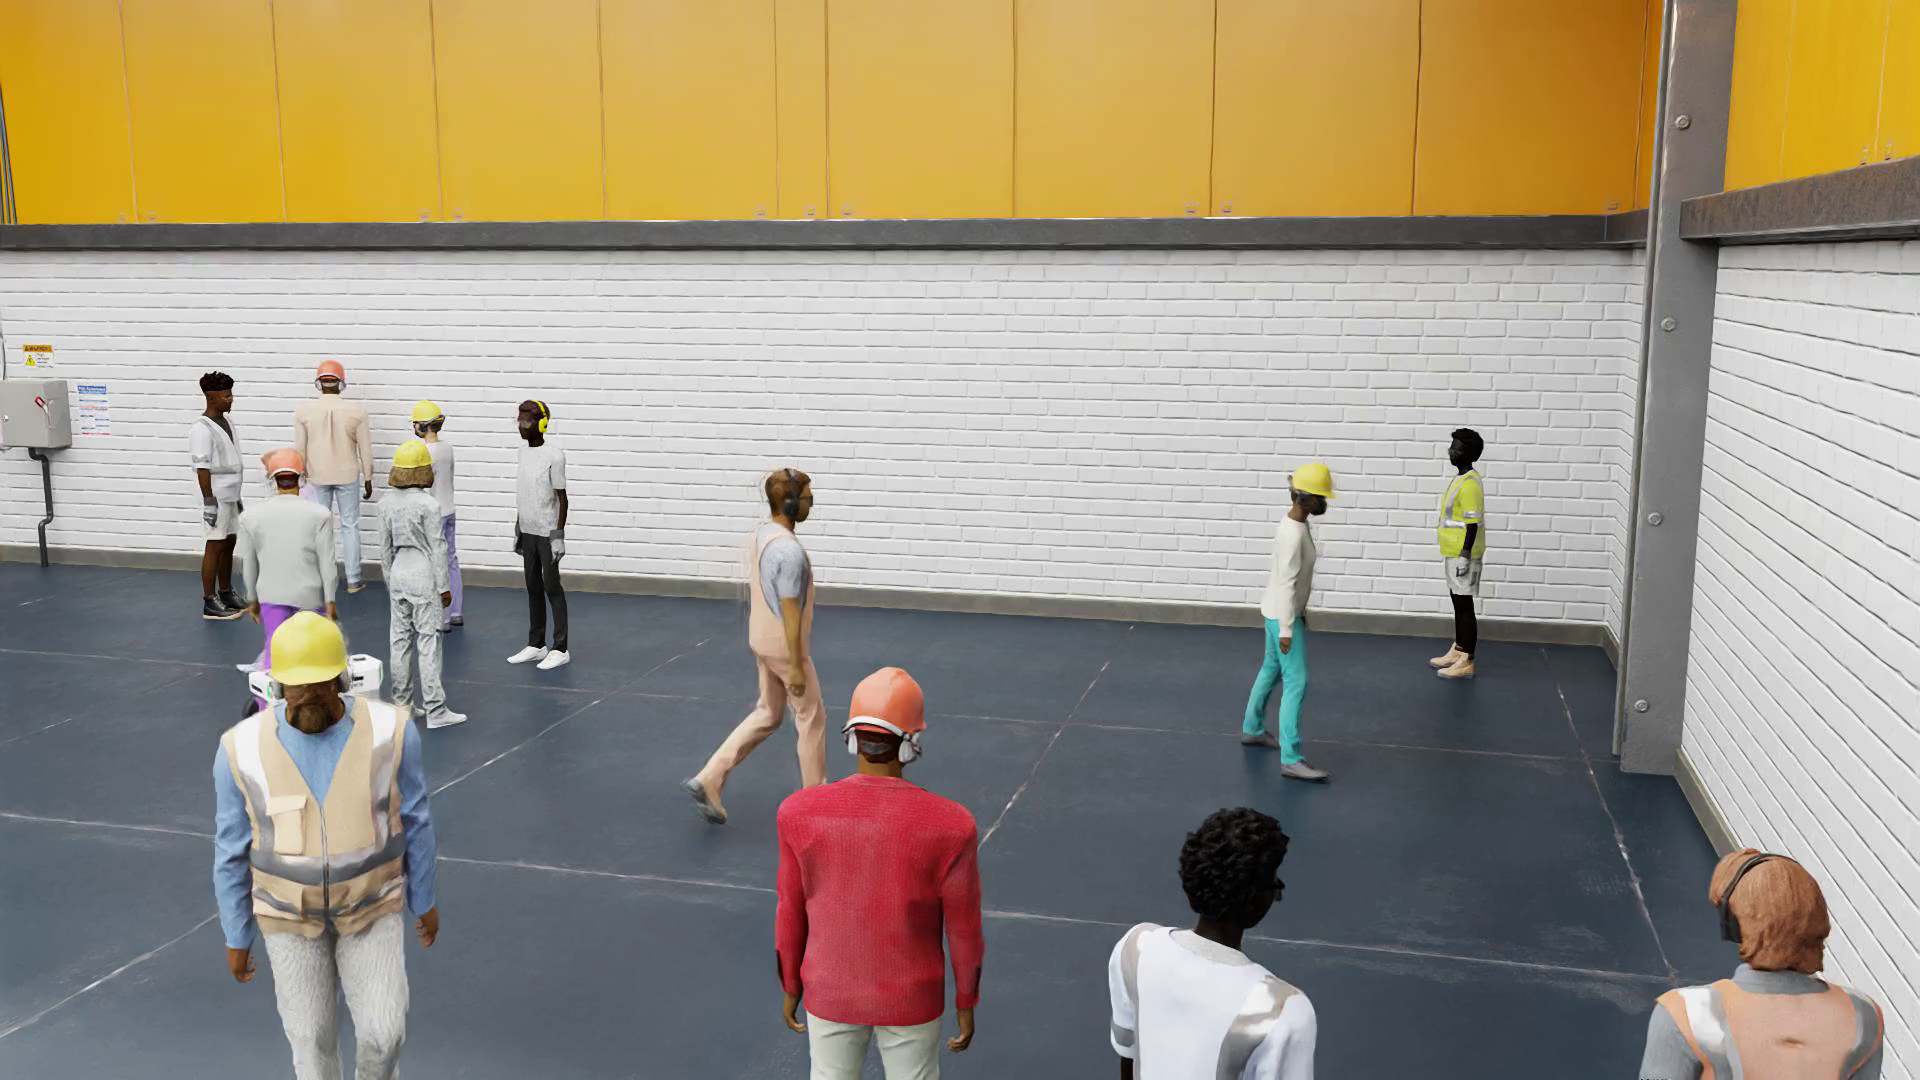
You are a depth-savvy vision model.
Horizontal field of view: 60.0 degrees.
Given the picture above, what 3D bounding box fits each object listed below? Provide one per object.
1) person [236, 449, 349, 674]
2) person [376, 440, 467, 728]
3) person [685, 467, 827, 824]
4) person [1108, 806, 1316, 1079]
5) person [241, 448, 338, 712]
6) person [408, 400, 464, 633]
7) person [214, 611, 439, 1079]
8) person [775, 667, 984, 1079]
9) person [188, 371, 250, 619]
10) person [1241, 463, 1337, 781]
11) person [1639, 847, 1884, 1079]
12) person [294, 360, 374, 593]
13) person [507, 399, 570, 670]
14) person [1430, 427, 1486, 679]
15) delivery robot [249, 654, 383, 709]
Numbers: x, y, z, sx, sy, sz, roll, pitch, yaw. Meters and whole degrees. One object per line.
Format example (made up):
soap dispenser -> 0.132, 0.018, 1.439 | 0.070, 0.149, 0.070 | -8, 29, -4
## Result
person -> -4.431, 0.190, 10.970 | 0.843, 1.589, 0.523 | -2, 10, -9
person -> -3.277, 0.267, 10.074 | 0.483, 1.745, 0.301 | 5, 11, 25
person -> -0.926, 0.545, 8.218 | 0.839, 1.821, 0.533 | -4, 11, -25
person -> 0.536, 1.397, 3.589 | 0.320, 1.686, 0.541 | -9, 13, -42
person -> -4.011, 0.311, 9.943 | 0.569, 1.706, 0.893 | -1, 10, -4
person -> -3.995, -0.174, 12.605 | 0.316, 1.767, 0.535 | 1, 10, 8
person -> -1.885, 1.095, 4.969 | 0.621, 1.818, 0.418 | -3, 10, -18
person -> -0.218, 1.206, 4.558 | 0.575, 1.738, 0.353 | 1, 10, 6
person -> -5.834, -0.353, 13.114 | 0.373, 1.958, 0.599 | -1, 10, -4
person -> 1.833, 0.428, 9.236 | 0.499, 1.720, 0.722 | 2, 10, 12
person -> 1.636, 1.447, 3.464 | 0.528, 1.630, 0.314 | -1, 10, -7
person -> -5.284, -0.528, 14.074 | 0.630, 1.980, 0.412 | -3, 10, -17
person -> -2.921, -0.041, 11.519 | 0.517, 1.871, 0.328 | 7, 12, 37
person -> 3.390, 0.085, 11.273 | 0.315, 1.698, 0.541 | 1, 10, 8
delivery robot -> -3.806, 0.849, 9.856 | 0.707, 0.478, 0.477 | -9, 13, -41
